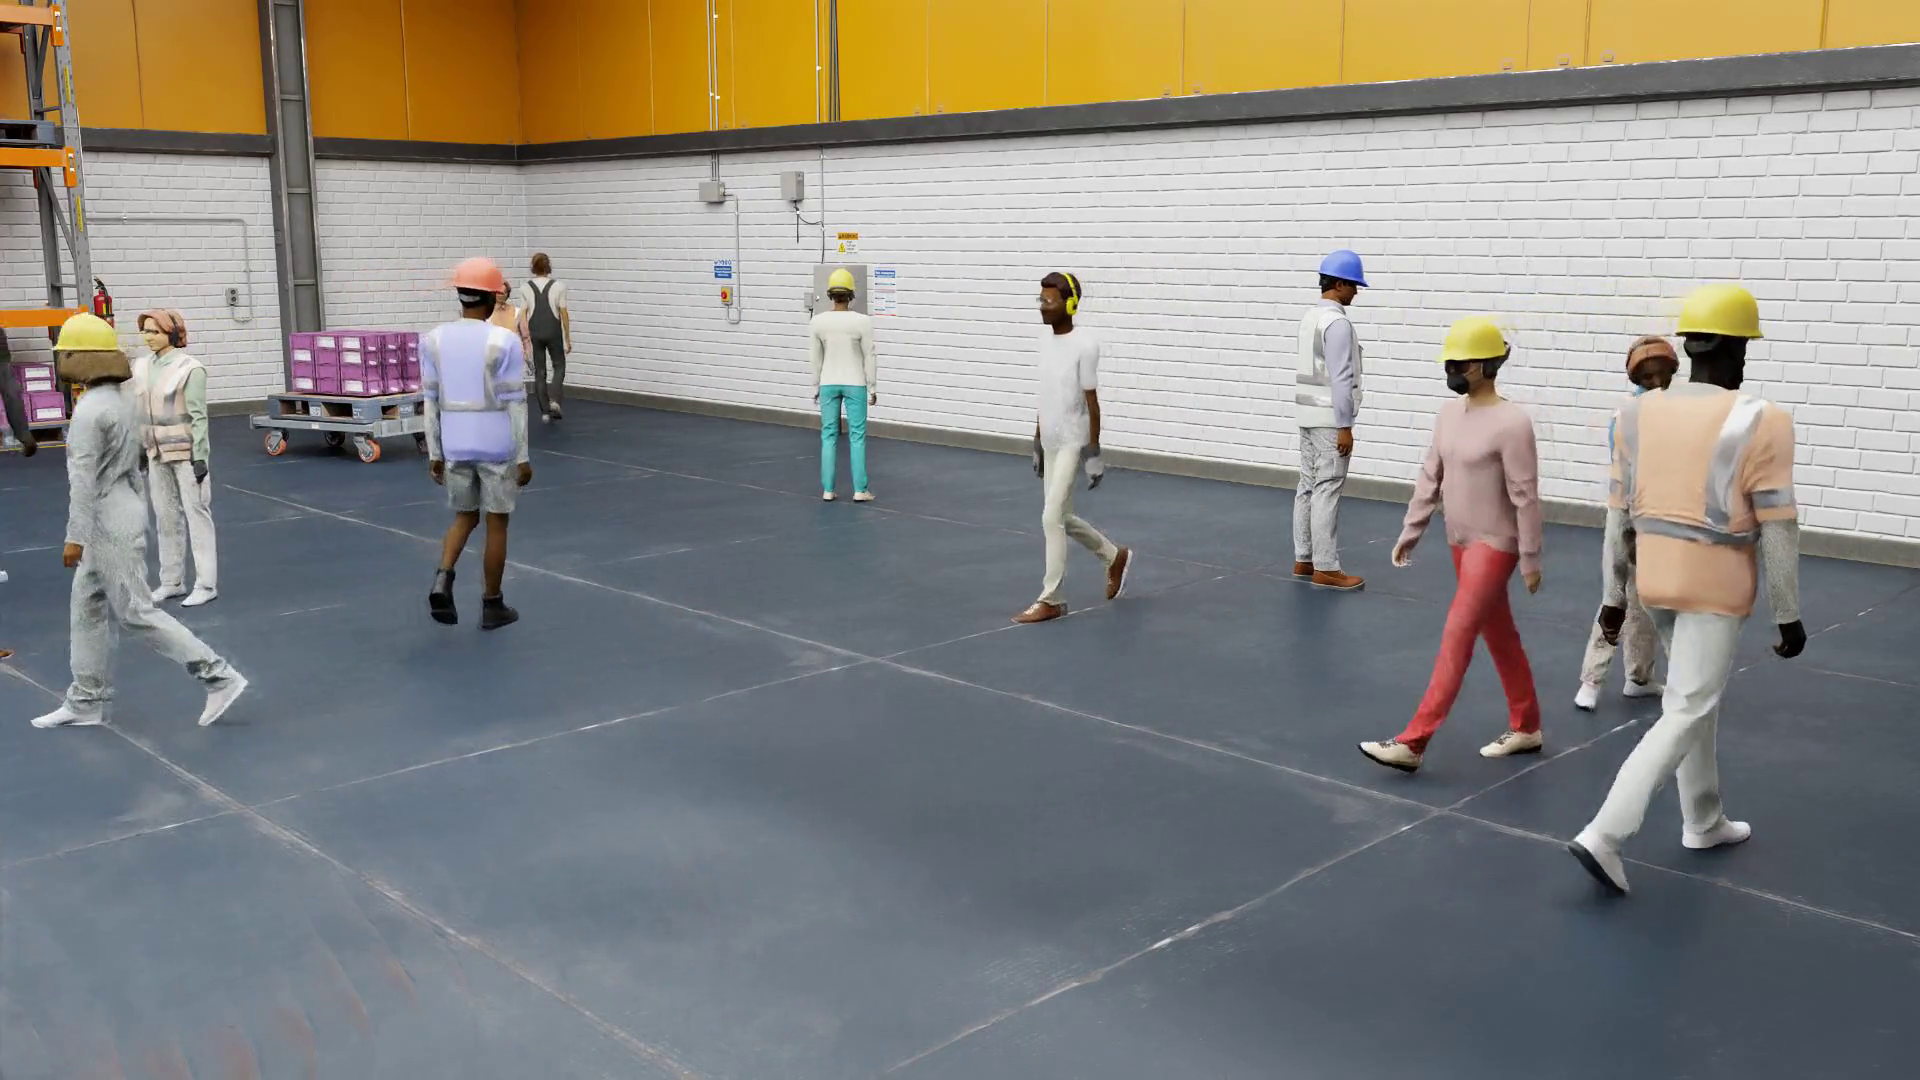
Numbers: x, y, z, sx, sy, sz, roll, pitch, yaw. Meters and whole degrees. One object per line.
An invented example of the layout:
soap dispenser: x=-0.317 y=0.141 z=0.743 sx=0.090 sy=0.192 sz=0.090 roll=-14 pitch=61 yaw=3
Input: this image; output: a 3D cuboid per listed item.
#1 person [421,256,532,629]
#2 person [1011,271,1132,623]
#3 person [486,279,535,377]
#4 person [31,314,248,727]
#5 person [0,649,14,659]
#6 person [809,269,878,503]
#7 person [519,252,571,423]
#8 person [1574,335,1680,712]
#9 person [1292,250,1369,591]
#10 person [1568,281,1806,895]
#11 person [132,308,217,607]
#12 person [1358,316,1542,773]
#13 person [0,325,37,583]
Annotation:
person: x=-2.454 y=-0.468 z=8.422 sx=0.546 sy=1.920 sz=0.532 roll=3 pitch=11 yaw=14
person: x=0.616 y=-0.498 z=8.823 sx=0.781 sy=1.849 sz=0.528 roll=-6 pitch=12 yaw=-31
person: x=-4.244 y=-1.619 z=15.557 sx=0.527 sy=1.609 sz=0.773 roll=-6 pitch=12 yaw=-29
person: x=-3.394 y=-0.065 z=6.788 sx=0.821 sy=1.714 sz=0.483 roll=-3 pitch=11 yaw=-15
person: x=-4.940 y=-0.206 z=7.834 sx=0.653 sy=1.611 sz=0.498 roll=-4 pitch=11 yaw=-22
person: x=-0.886 y=-1.148 z=12.617 sx=0.534 sy=1.782 sz=0.365 roll=2 pitch=11 yaw=11
person: x=-4.480 y=-2.182 z=17.998 sx=0.537 sy=1.835 sz=0.401 roll=-1 pitch=10 yaw=-6
person: x=2.924 y=-0.069 z=7.101 sx=0.607 sy=1.614 sz=0.324 roll=-9 pitch=14 yaw=-42
person: x=2.124 y=-0.686 z=9.565 sx=0.397 sy=1.939 sz=0.602 roll=-2 pitch=10 yaw=-8
person: x=2.248 y=0.144 z=5.190 sx=0.934 sy=1.892 sz=0.589 roll=-5 pitch=12 yaw=-26
person: x=-4.294 y=-0.448 z=9.110 sx=0.516 sy=1.637 sz=0.314 roll=5 pitch=12 yaw=26
person: x=1.911 y=0.026 z=6.280 sx=0.897 sy=1.722 sz=0.518 roll=-3 pitch=11 yaw=-14
person: x=-5.505 y=-0.604 z=9.287 sx=0.603 sy=1.874 sz=0.834 roll=2 pitch=11 yaw=11
